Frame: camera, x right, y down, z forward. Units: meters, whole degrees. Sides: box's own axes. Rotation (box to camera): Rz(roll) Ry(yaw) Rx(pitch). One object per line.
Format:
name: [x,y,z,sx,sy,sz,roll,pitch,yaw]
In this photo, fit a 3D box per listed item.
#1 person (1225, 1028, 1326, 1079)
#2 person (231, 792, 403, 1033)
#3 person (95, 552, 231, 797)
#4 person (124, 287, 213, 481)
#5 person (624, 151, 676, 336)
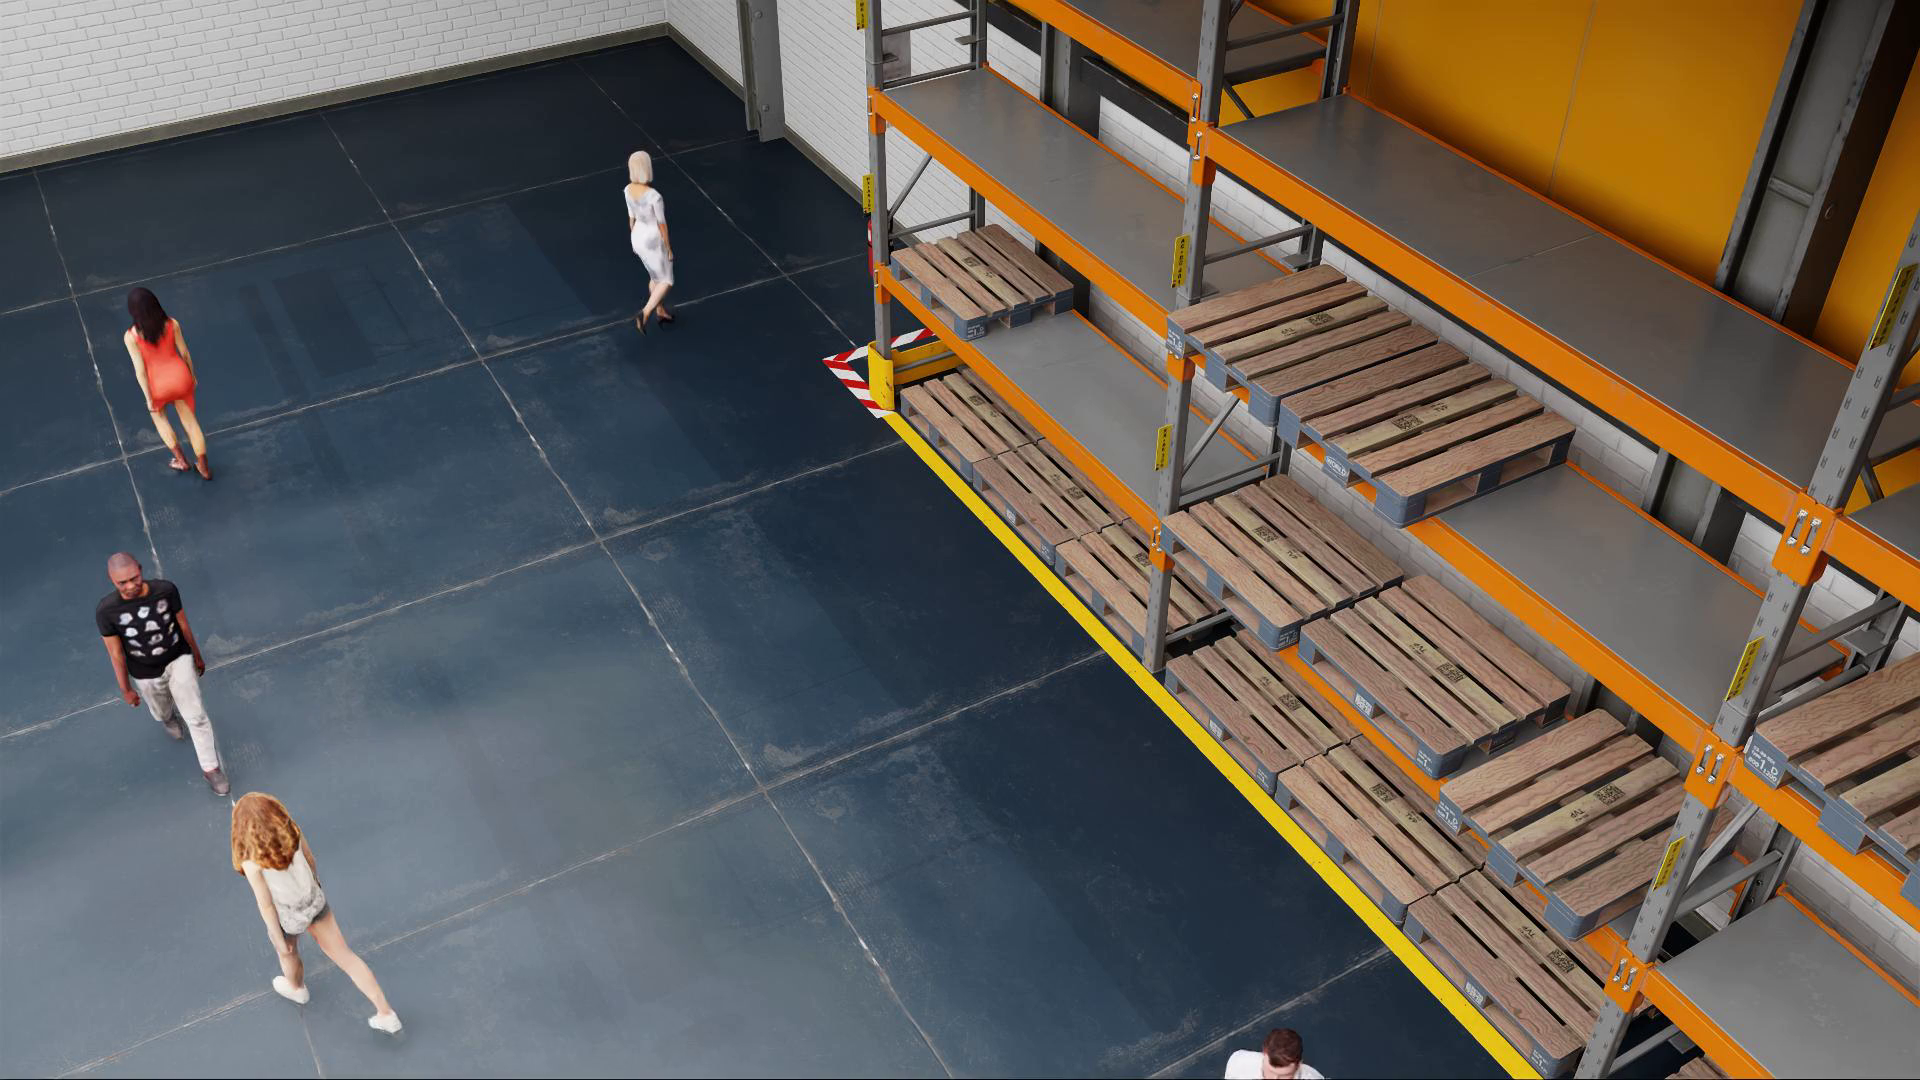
person: [1.466,2.790,7.871,0.921,1.828,0.982,9,39,11]
person: [-3.444,2.046,8.893,1.210,1.715,0.999,19,42,22]
person: [-5.041,0.758,10.460,0.740,1.773,1.179,-23,44,-26]
person: [-6.102,-1.163,12.921,0.652,1.704,0.683,-29,47,-31]
person: [-2.760,-2.553,14.638,0.878,1.733,0.847,23,44,26]
